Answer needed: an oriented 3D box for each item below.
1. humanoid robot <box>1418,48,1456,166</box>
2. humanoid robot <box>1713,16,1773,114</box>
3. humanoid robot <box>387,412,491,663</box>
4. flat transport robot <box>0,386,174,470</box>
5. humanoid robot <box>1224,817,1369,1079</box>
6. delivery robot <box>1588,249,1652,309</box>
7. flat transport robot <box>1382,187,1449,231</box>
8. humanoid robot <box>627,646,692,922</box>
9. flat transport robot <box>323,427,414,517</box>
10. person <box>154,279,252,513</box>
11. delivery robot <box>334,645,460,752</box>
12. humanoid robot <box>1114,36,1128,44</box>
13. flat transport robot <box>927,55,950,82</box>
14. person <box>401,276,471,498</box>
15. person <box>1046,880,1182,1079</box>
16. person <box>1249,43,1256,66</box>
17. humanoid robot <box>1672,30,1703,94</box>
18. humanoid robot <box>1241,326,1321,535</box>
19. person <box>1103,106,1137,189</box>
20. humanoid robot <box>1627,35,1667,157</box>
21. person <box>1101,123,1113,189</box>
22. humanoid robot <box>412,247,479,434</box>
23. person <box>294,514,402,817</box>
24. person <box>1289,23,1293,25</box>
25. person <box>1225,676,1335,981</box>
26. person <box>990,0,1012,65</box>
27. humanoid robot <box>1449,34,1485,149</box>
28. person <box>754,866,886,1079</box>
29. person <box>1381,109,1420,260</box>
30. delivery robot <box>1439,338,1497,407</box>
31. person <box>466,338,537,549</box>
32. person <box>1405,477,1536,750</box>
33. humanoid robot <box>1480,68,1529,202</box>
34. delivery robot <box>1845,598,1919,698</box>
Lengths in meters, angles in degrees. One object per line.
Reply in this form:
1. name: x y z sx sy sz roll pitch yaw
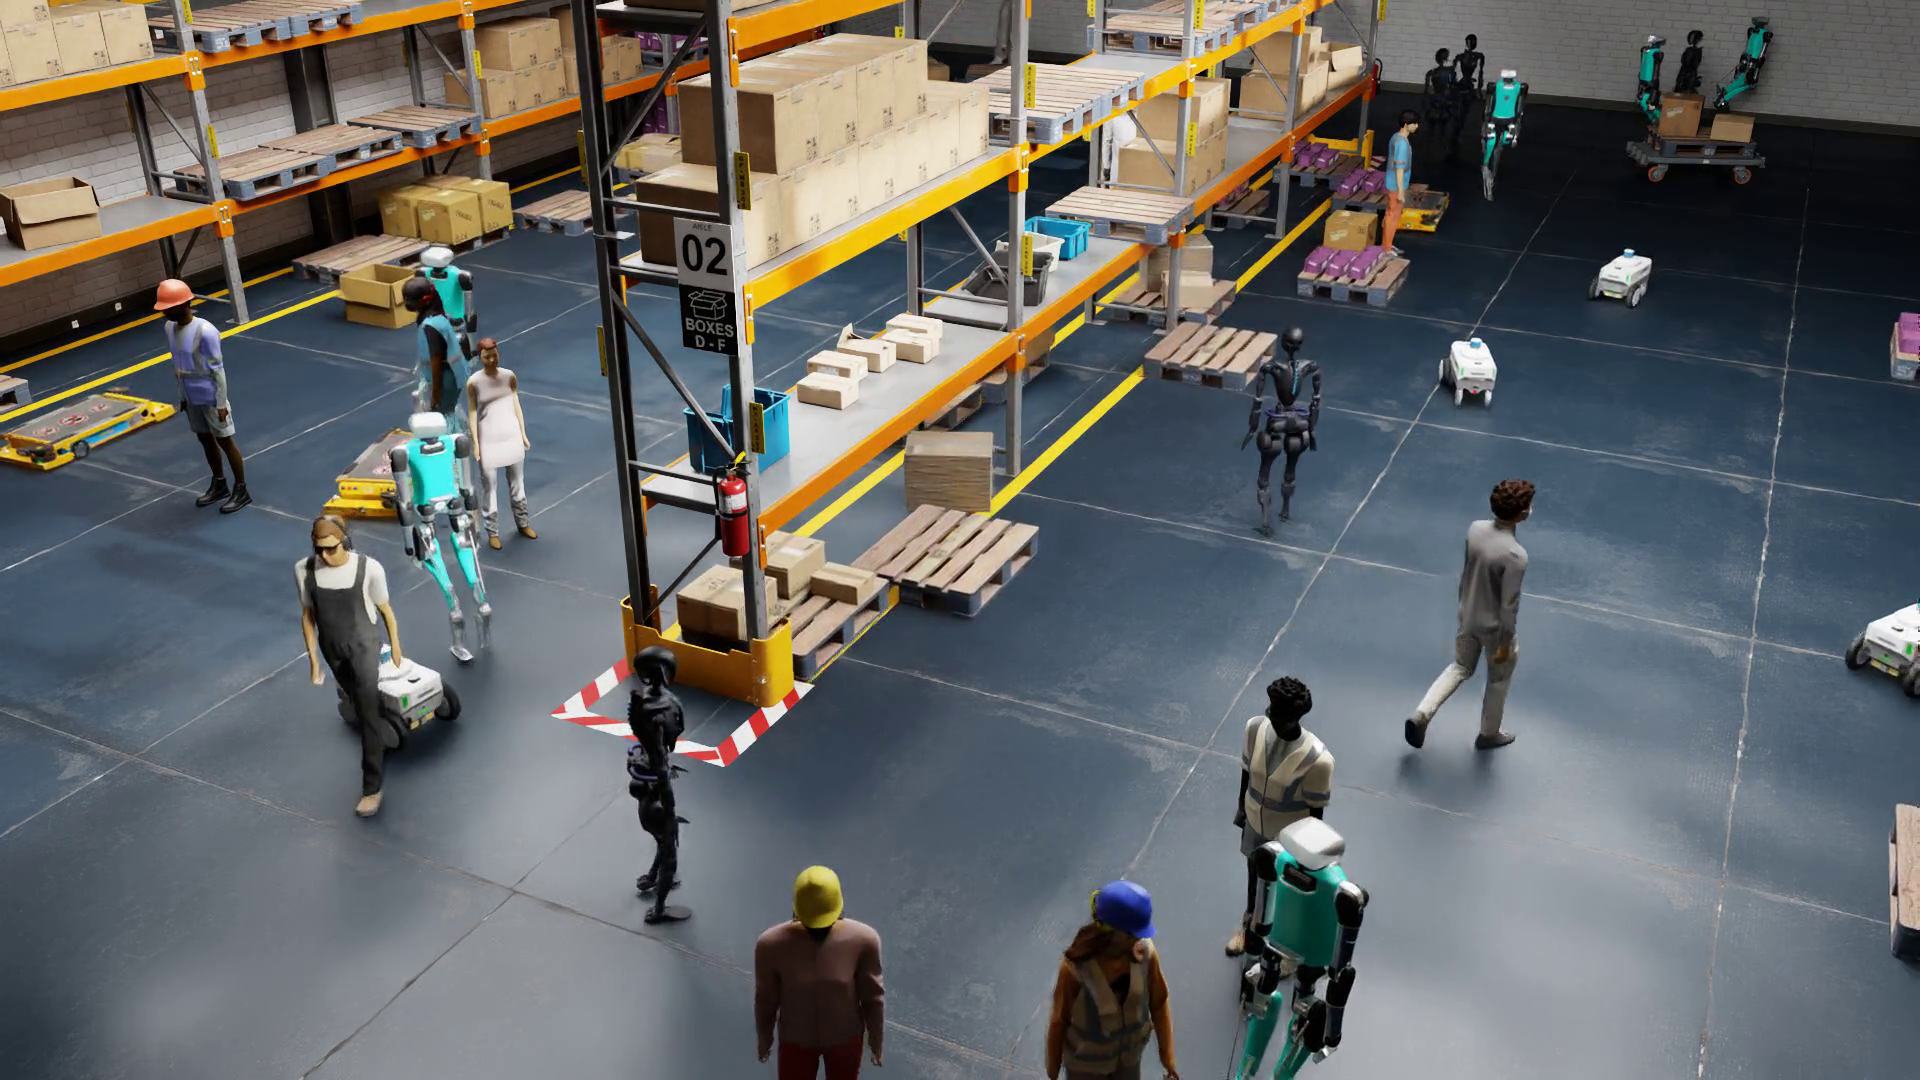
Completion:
1. humanoid robot: 6.818 -6.105 23.537 0.585 1.646 0.455 -12 29 -23
2. humanoid robot: 11.810 -7.085 25.283 0.735 1.677 0.533 -3 27 -7
3. humanoid robot: -3.340 0.085 10.980 0.536 1.827 0.688 -18 31 -32
4. flat transport robot: -7.803 -1.000 14.798 0.659 0.231 1.431 10 28 20
5. humanoid robot: 1.252 2.103 6.998 0.767 1.896 0.546 -21 33 -36
6. delivery robot: 7.306 -2.899 18.294 0.499 0.578 0.764 21 33 36
7. flat transport robot: 5.867 -4.252 21.367 0.659 0.231 1.431 10 28 19
8. humanoid robot: -1.558 1.264 8.642 0.333 1.637 0.600 -6 27 -11
9. flat transport robot: -4.723 -0.577 13.943 0.659 0.231 1.431 2 26 5
10. person: -6.047 -1.145 13.226 0.543 1.929 0.387 13 29 24
11. delivery robot: -3.603 0.956 10.536 0.807 0.604 0.499 16 30 28
12. humanoid robot: 2.654 -6.639 24.630 0.834 1.861 0.547 0 26 0
13. flat transport robot: -0.746 -6.791 26.496 1.431 0.231 0.659 -9 28 -17
14. person: -4.217 -1.268 13.565 0.456 1.851 0.577 -7 27 -14
15. person: 0.643 2.156 6.759 0.490 1.737 0.712 -13 29 -24
16. person: 4.886 -7.694 26.511 0.564 1.874 0.391 23 34 38
17. humanoid robot: 10.969 -6.796 24.939 0.541 1.643 0.589 0 26 0
18. humanoid robot: 2.516 -0.837 12.911 0.611 1.644 0.439 -6 27 -12
19. person: 2.042 -4.529 20.083 0.650 1.905 0.406 2 26 4
20. humanoid robot: 10.209 -6.381 24.063 0.898 1.807 0.549 -2 26 -4
21. person: 2.074 -5.265 21.783 0.586 1.698 0.886 16 31 29
22. humanoid robot: -4.530 -1.564 14.331 0.530 1.782 1.012 7 27 14
23. person: -3.570 0.623 9.809 0.493 1.794 0.988 1 26 2
24. person: 5.547 -8.366 27.868 0.528 1.873 1.021 -21 33 -36
25. person: 1.593 1.417 8.309 0.320 1.692 0.532 -22 34 -37
26. person: 0.683 -8.483 28.205 0.822 1.799 0.551 6 27 11
27. humanoid robot: 7.504 -6.634 24.611 0.587 1.636 0.633 -8 27 -16
28. person: -0.570 2.078 6.895 0.544 1.751 0.372 -4 27 -8
29. person: 5.144 -4.166 19.516 0.331 1.758 0.506 4 27 8
30. delivery robot: 4.839 -1.615 15.738 0.499 0.612 0.789 4 27 7
31. person: -3.521 -0.748 12.716 0.442 1.662 0.286 -18 32 -33
32. person: 3.127 0.480 10.002 0.721 1.869 0.532 -14 29 -26
33. humanoid robot: 7.191 -5.476 22.234 0.536 1.772 0.991 5 27 9
34. delivery robot: 6.366 0.671 11.101 0.783 0.595 0.499 -14 30 -27
